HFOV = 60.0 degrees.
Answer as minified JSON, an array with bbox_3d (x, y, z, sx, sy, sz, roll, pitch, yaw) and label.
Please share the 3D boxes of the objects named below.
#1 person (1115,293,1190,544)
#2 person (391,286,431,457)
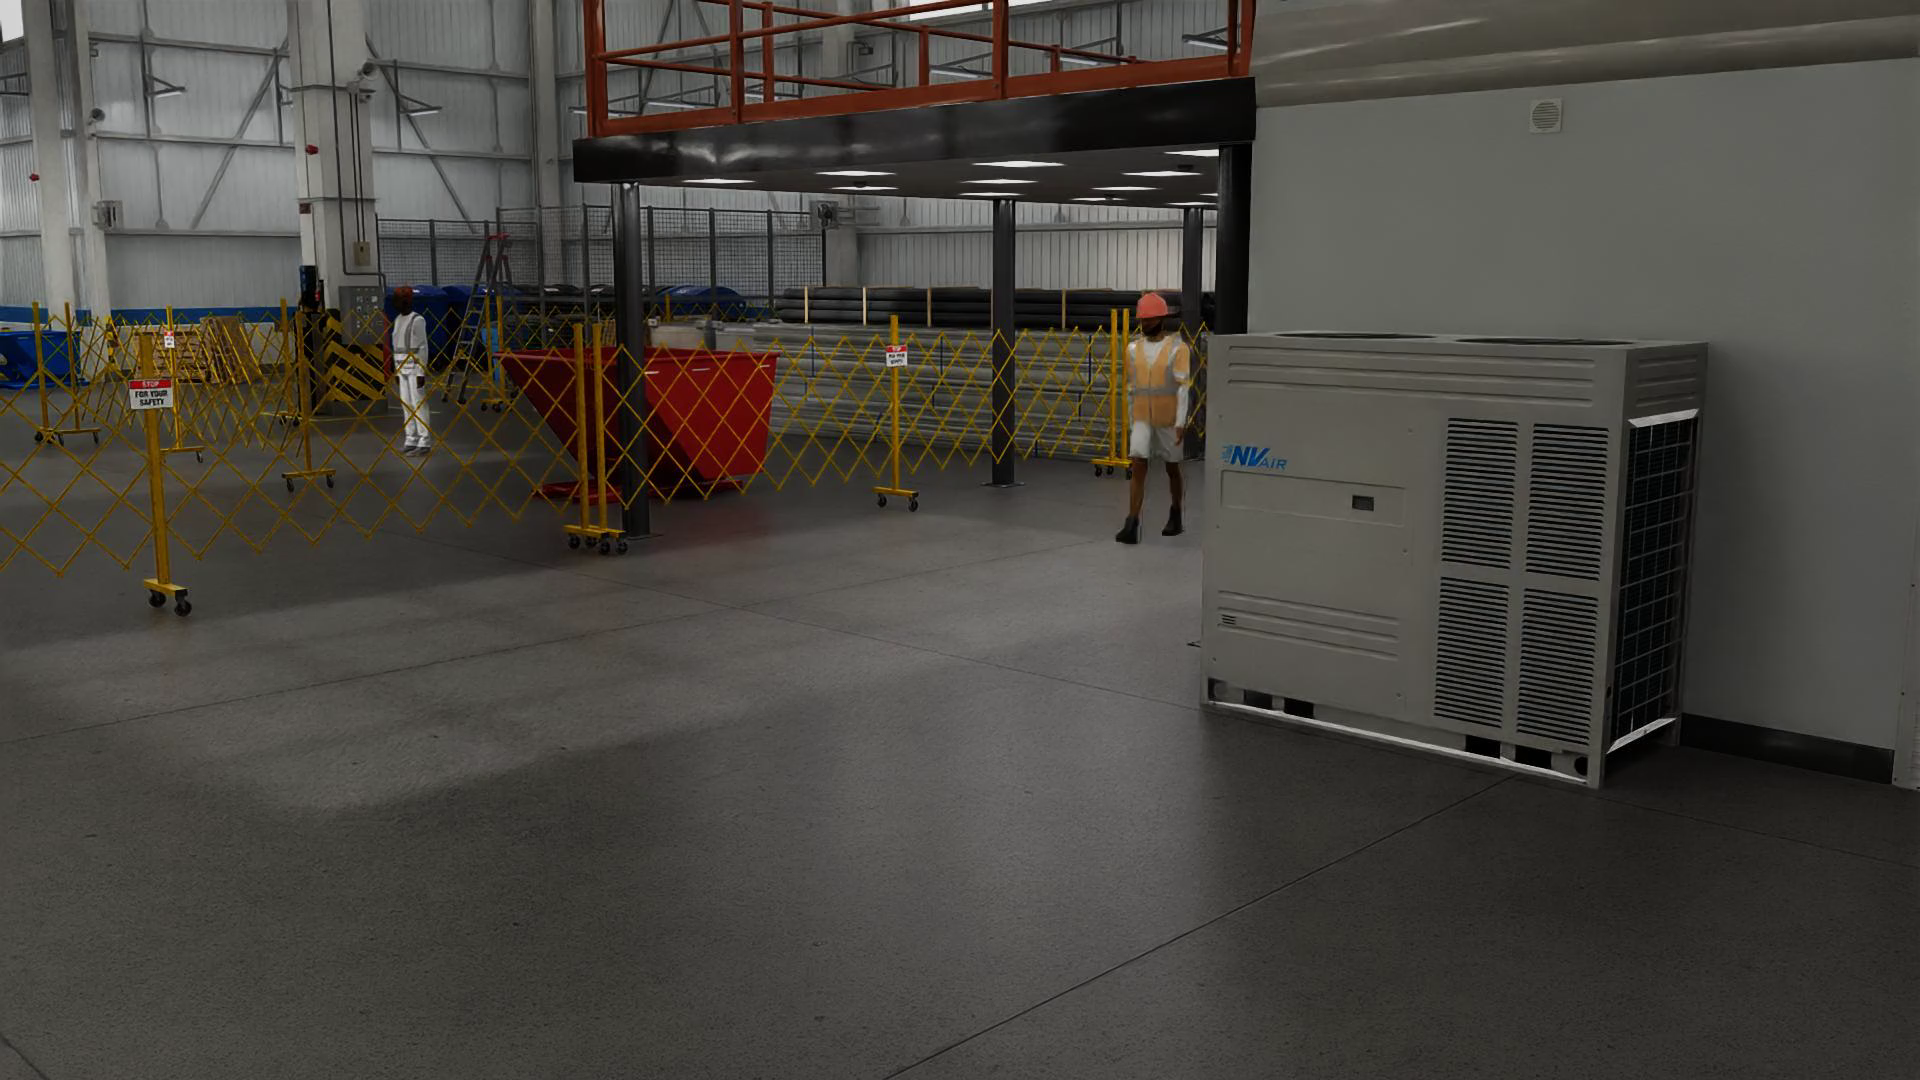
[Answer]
[{"bbox_3d":[1.494,-0.927,12.674,0.559,1.887,0.993,5,10,28],"label":"person"},{"bbox_3d":[-6.073,-1.857,18.377,0.356,1.883,0.575,-9,13,-44],"label":"person"}]
